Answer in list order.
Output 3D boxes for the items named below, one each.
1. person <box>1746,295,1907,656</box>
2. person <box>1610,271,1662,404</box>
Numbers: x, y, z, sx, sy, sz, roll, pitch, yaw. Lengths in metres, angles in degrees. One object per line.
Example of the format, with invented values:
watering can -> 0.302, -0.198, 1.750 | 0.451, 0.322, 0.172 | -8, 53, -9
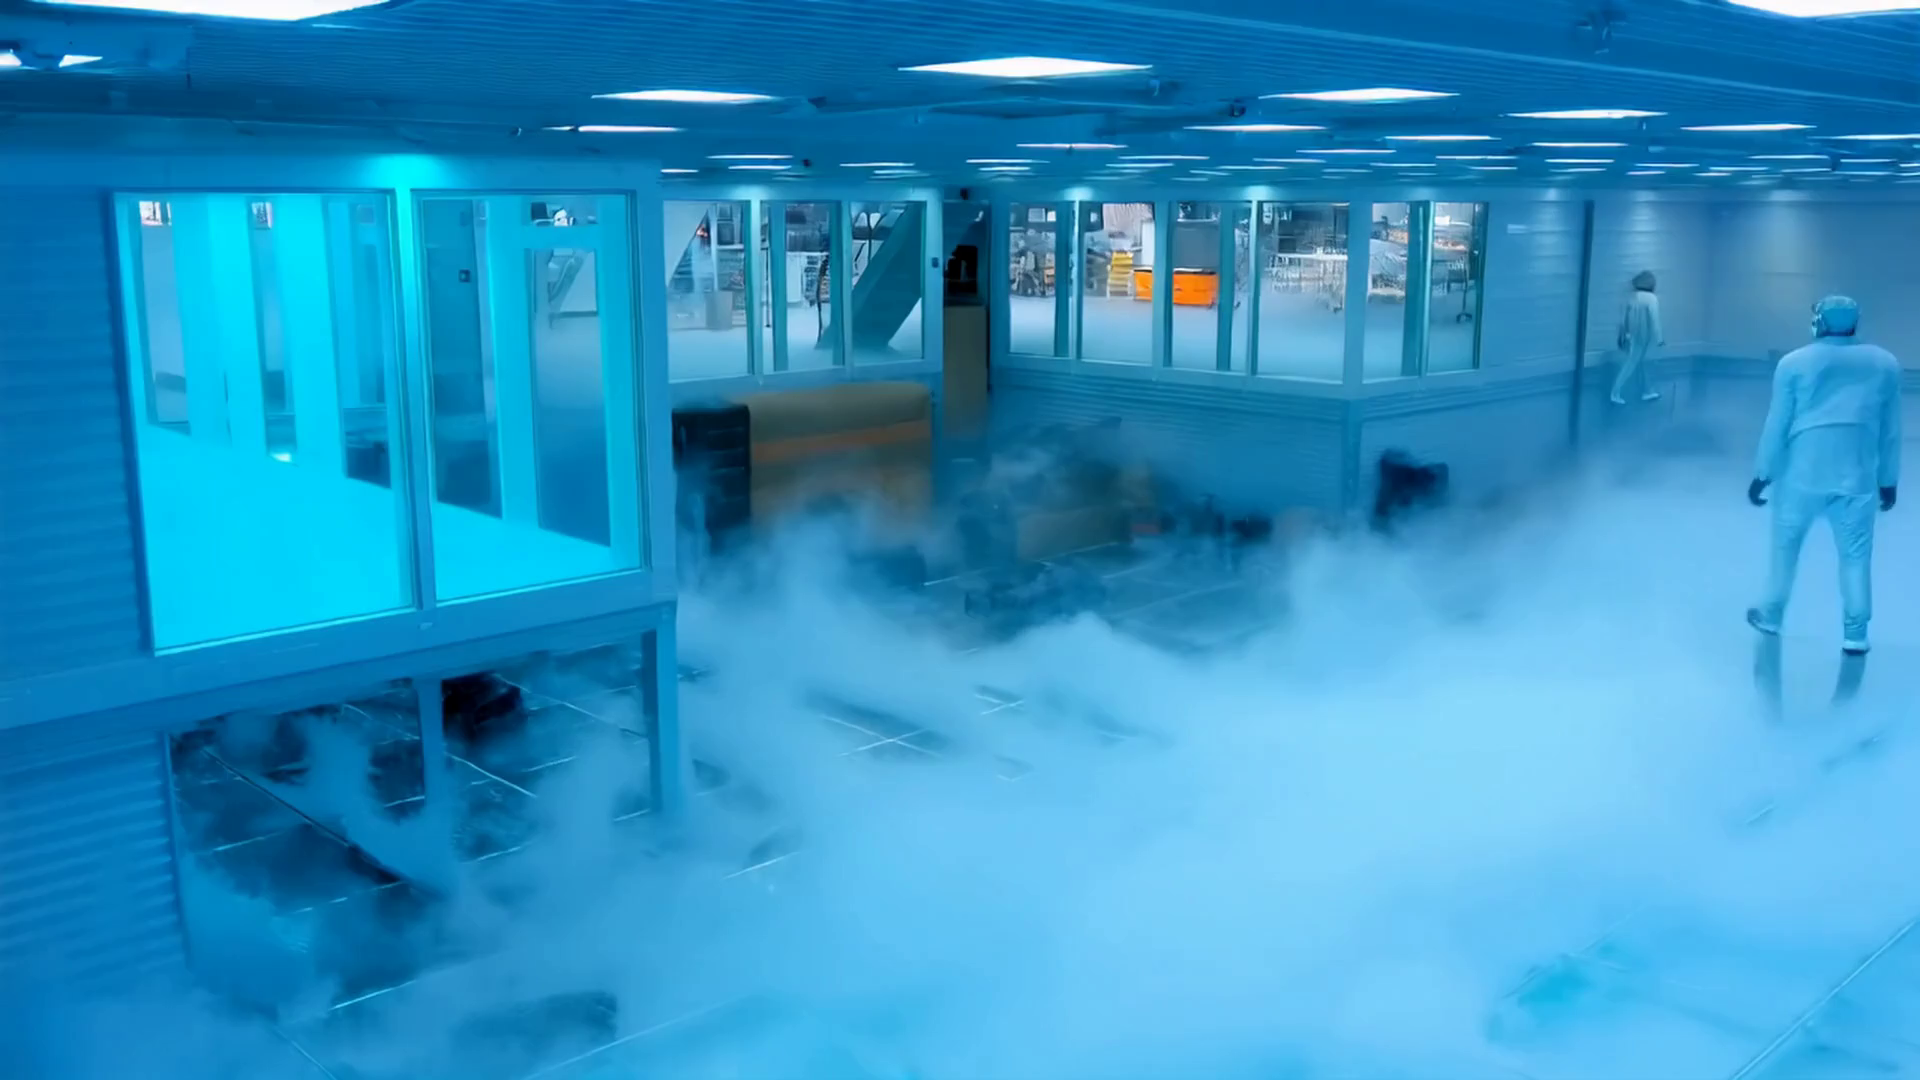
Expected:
person -> 4.618, -0.361, 8.891 | 0.735, 1.864, 0.834 | 2, 12, 12
person -> 8.121, -2.415, 19.875 | 0.870, 1.581, 0.518 | -5, 12, -22
